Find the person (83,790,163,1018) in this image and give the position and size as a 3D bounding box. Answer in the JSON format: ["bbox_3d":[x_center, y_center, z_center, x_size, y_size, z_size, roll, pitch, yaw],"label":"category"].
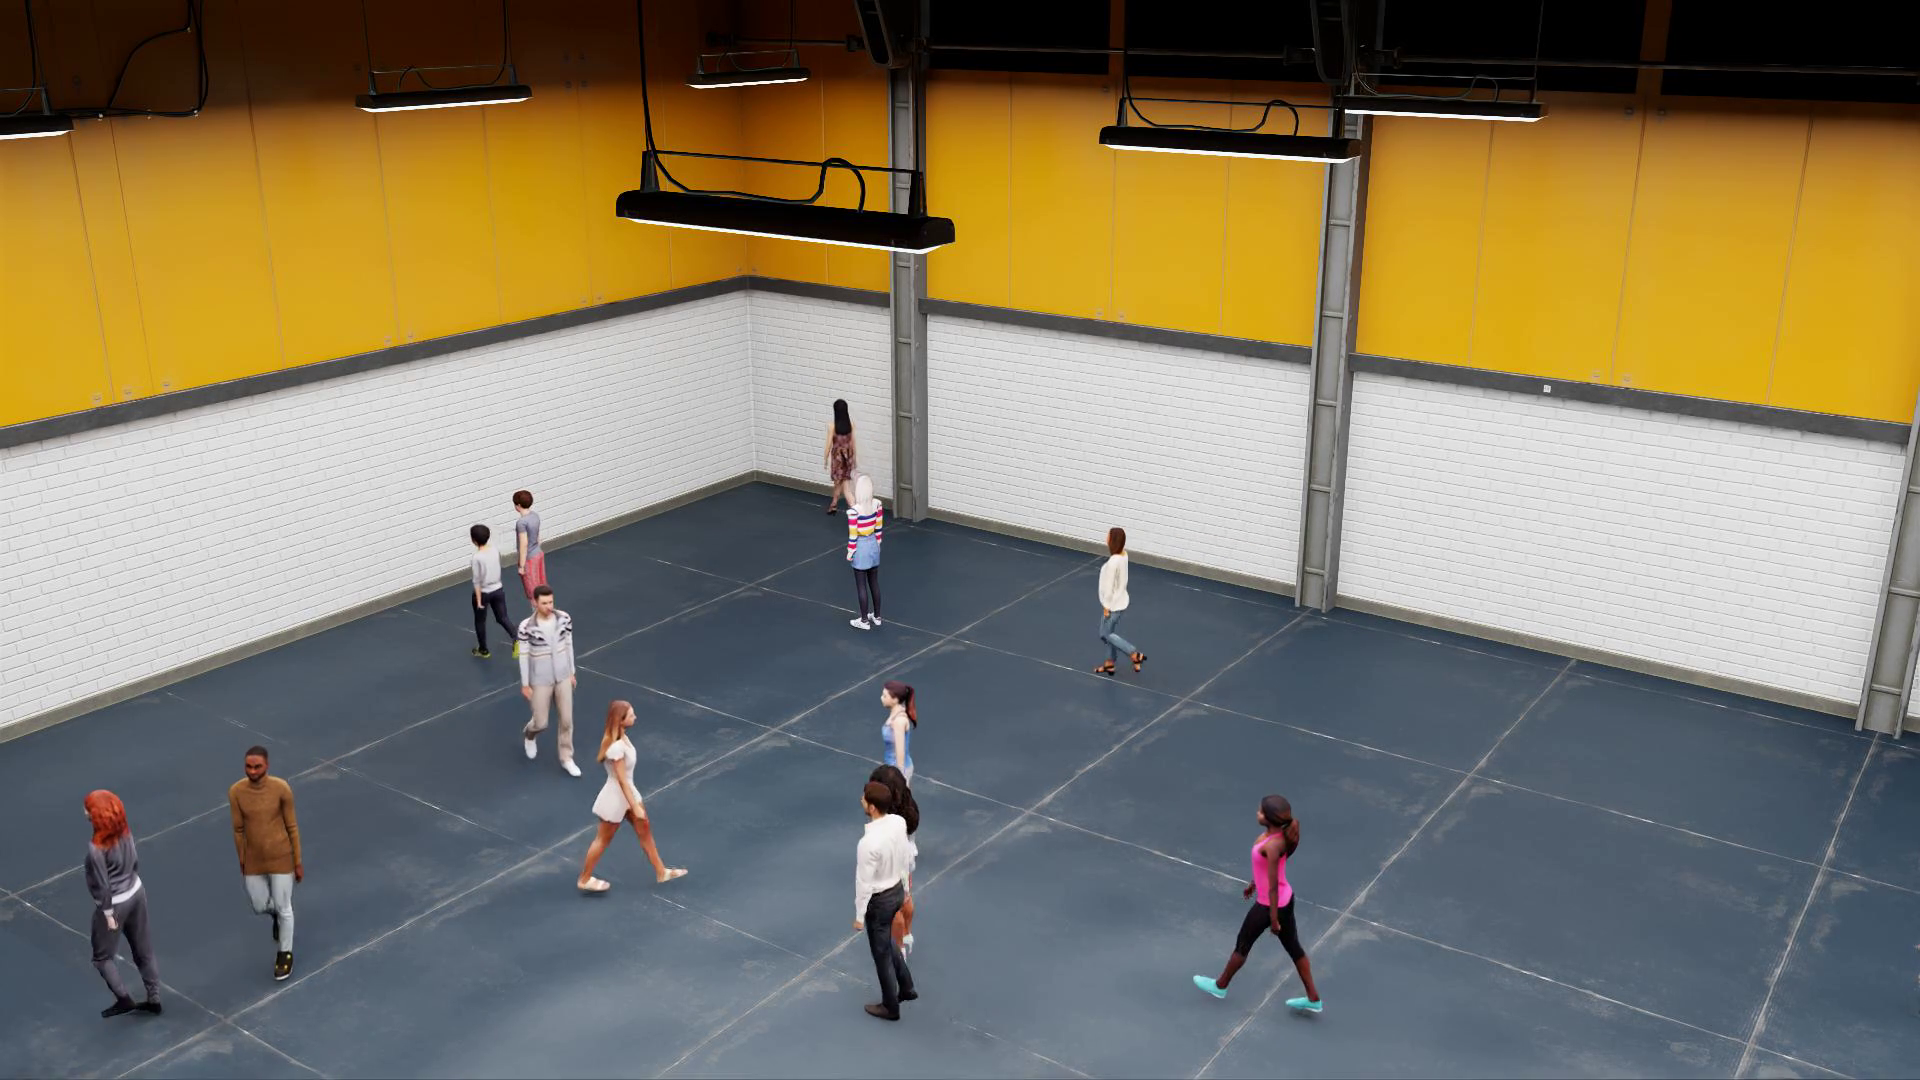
[{"bbox_3d":[-5.835,2.576,11.706,0.722,1.764,0.684,3,19,10],"label":"person"}]

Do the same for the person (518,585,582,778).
[{"bbox_3d":[-3.848,1.267,15.474,0.849,1.840,1.025,-14,23,-36],"label":"person"}]

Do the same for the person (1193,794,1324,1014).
[{"bbox_3d":[2.303,2.610,11.757,1.185,1.667,0.710,8,20,23],"label":"person"}]

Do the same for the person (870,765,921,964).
[{"bbox_3d":[-0.487,2.418,12.400,0.652,1.620,0.620,7,20,19],"label":"person"}]

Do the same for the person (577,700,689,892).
[{"bbox_3d":[-2.819,2.097,13.308,1.159,1.649,1.008,-1,19,-2],"label":"person"}]

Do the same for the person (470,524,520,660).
[{"bbox_3d":[-5.035,0.589,17.975,0.926,1.529,0.573,14,23,35],"label":"person"}]

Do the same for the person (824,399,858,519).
[{"bbox_3d":[-1.551,-0.989,22.347,0.879,1.728,1.220,-12,22,-32],"label":"person"}]

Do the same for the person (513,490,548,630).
[{"bbox_3d":[-4.853,0.233,18.841,0.636,1.650,0.646,5,19,14],"label":"person"}]

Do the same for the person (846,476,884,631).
[{"bbox_3d":[-1.069,0.126,18.910,0.695,1.808,0.592,-17,25,-40],"label":"person"}]

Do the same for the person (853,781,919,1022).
[{"bbox_3d":[-0.454,2.550,11.626,0.673,1.863,0.693,11,21,29],"label":"person"}]

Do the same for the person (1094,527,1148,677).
[{"bbox_3d":[1.691,0.686,17.469,0.881,1.666,0.736,7,20,20],"label":"person"}]

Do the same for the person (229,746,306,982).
[{"bbox_3d":[-5.104,2.334,12.368,0.963,1.800,1.010,-2,19,-7],"label":"person"}]

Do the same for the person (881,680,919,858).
[{"bbox_3d":[-0.452,1.932,13.876,0.772,1.598,0.725,0,19,1],"label":"person"}]
